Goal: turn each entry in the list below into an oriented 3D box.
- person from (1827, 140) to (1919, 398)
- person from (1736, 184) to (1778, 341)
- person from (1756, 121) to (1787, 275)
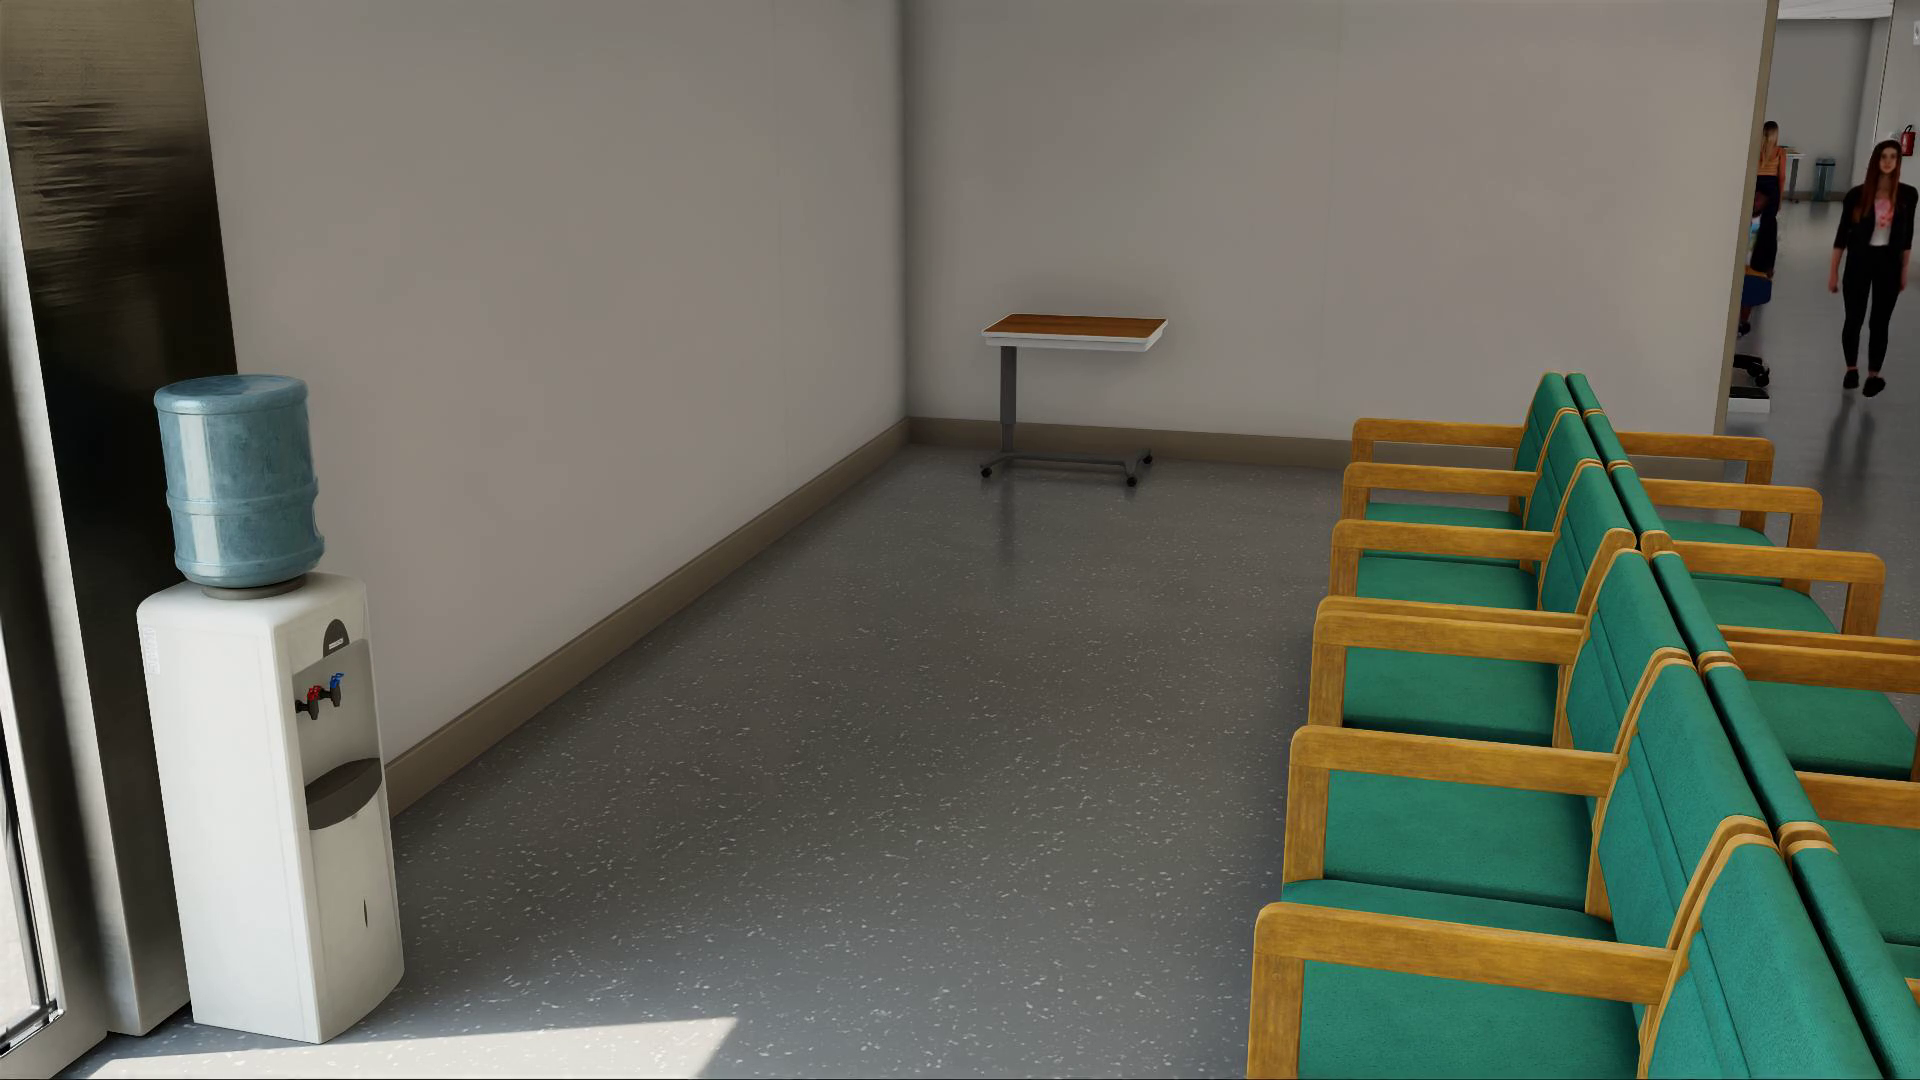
[{"bbox_3d":[6.148,-1.814,11.241,1.066,1.673,0.805,7,17,22],"label":"person"},{"bbox_3d":[6.495,-2.268,13.640,0.837,1.245,0.824,15,22,42],"label":"person"},{"bbox_3d":[8.746,-3.735,18.136,0.515,1.629,0.669,8,17,25],"label":"person"}]
